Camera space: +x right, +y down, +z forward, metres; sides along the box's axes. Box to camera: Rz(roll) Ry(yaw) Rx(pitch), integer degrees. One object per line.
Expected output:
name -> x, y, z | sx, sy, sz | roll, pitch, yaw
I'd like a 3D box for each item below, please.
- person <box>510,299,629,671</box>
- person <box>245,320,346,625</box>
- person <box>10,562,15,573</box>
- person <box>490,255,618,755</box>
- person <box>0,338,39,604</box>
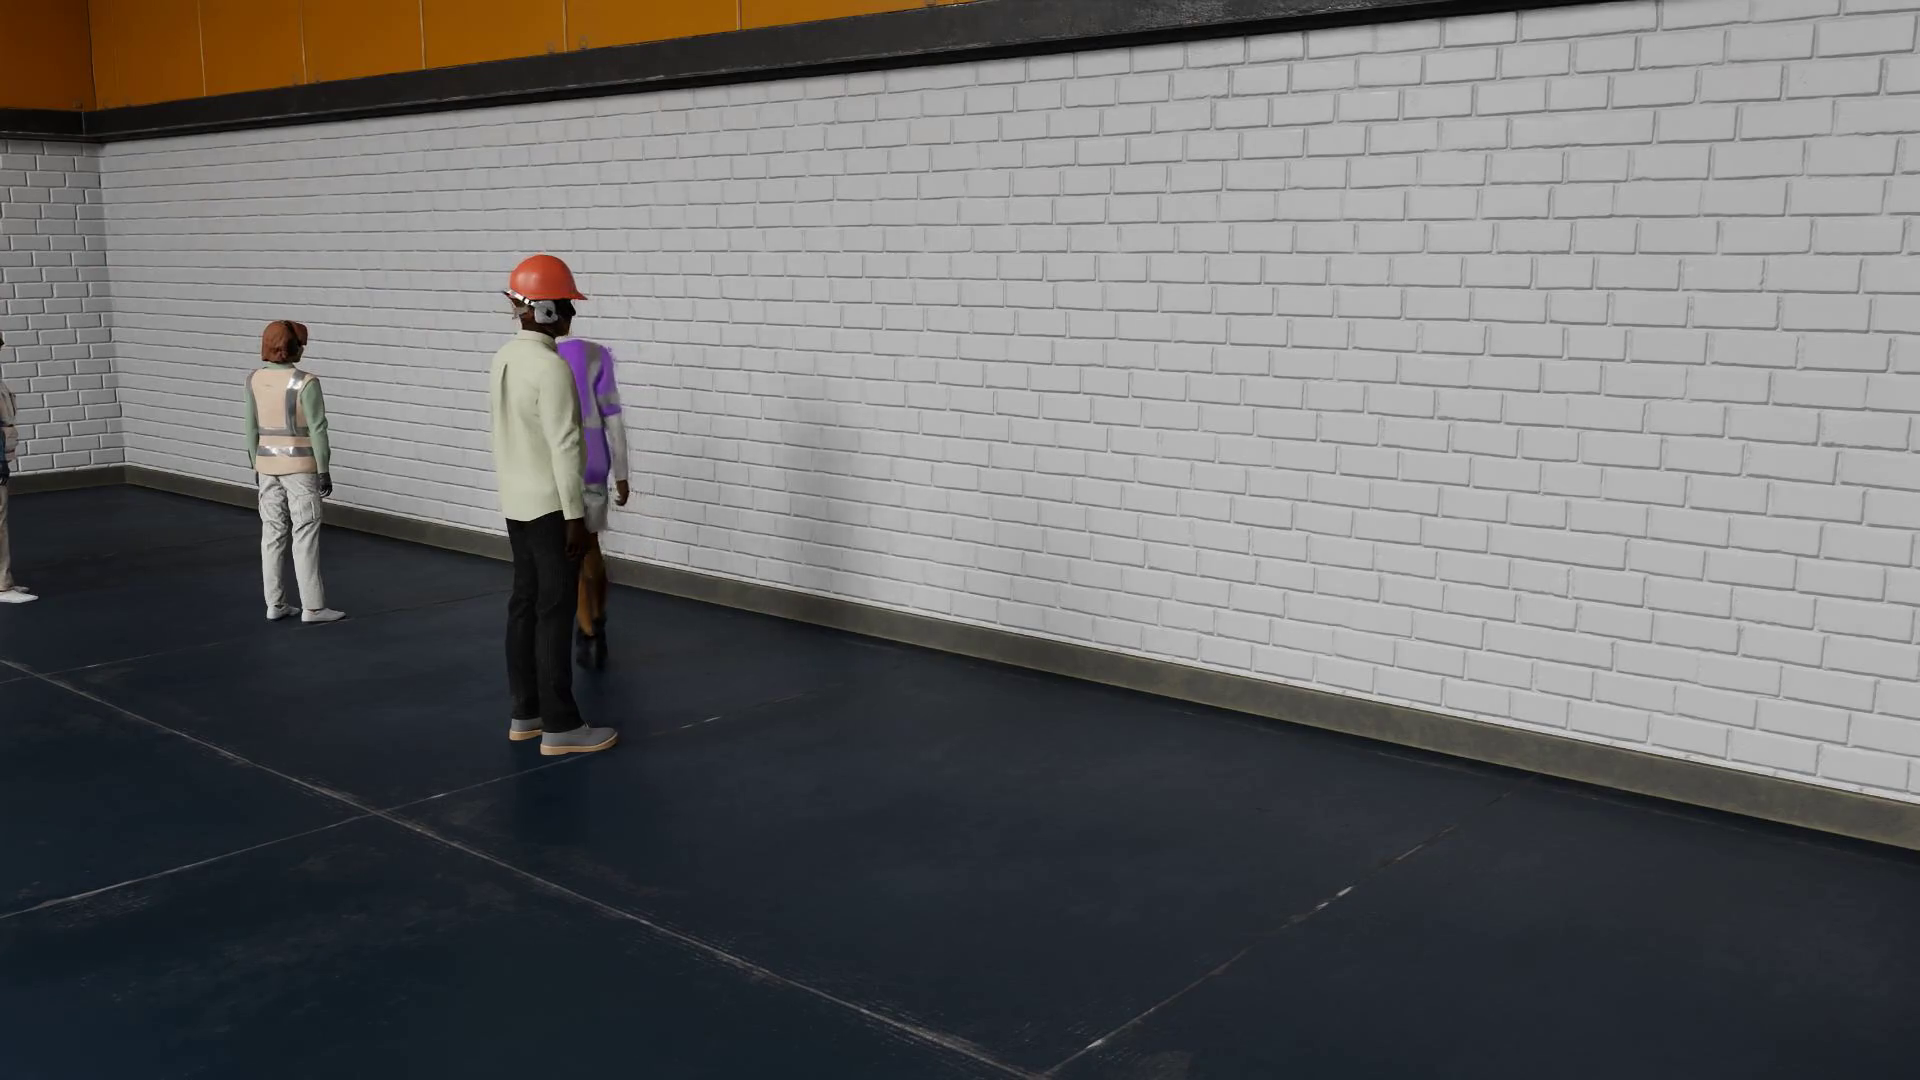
person -> -1.928, -0.332, 8.088 | 0.578, 1.891, 0.704 | -5, 11, -27
person -> -3.610, -0.360, 8.973 | 0.523, 1.638, 0.311 | 4, 11, 22
person -> -6.125, -0.728, 9.989 | 0.655, 2.008, 0.665 | 1, 10, 6
person -> -1.660, -0.139, 6.698 | 0.385, 1.993, 0.624 | -8, 13, -38
person -> -5.536, -0.453, 9.500 | 0.307, 1.641, 0.514 | -7, 12, -36
